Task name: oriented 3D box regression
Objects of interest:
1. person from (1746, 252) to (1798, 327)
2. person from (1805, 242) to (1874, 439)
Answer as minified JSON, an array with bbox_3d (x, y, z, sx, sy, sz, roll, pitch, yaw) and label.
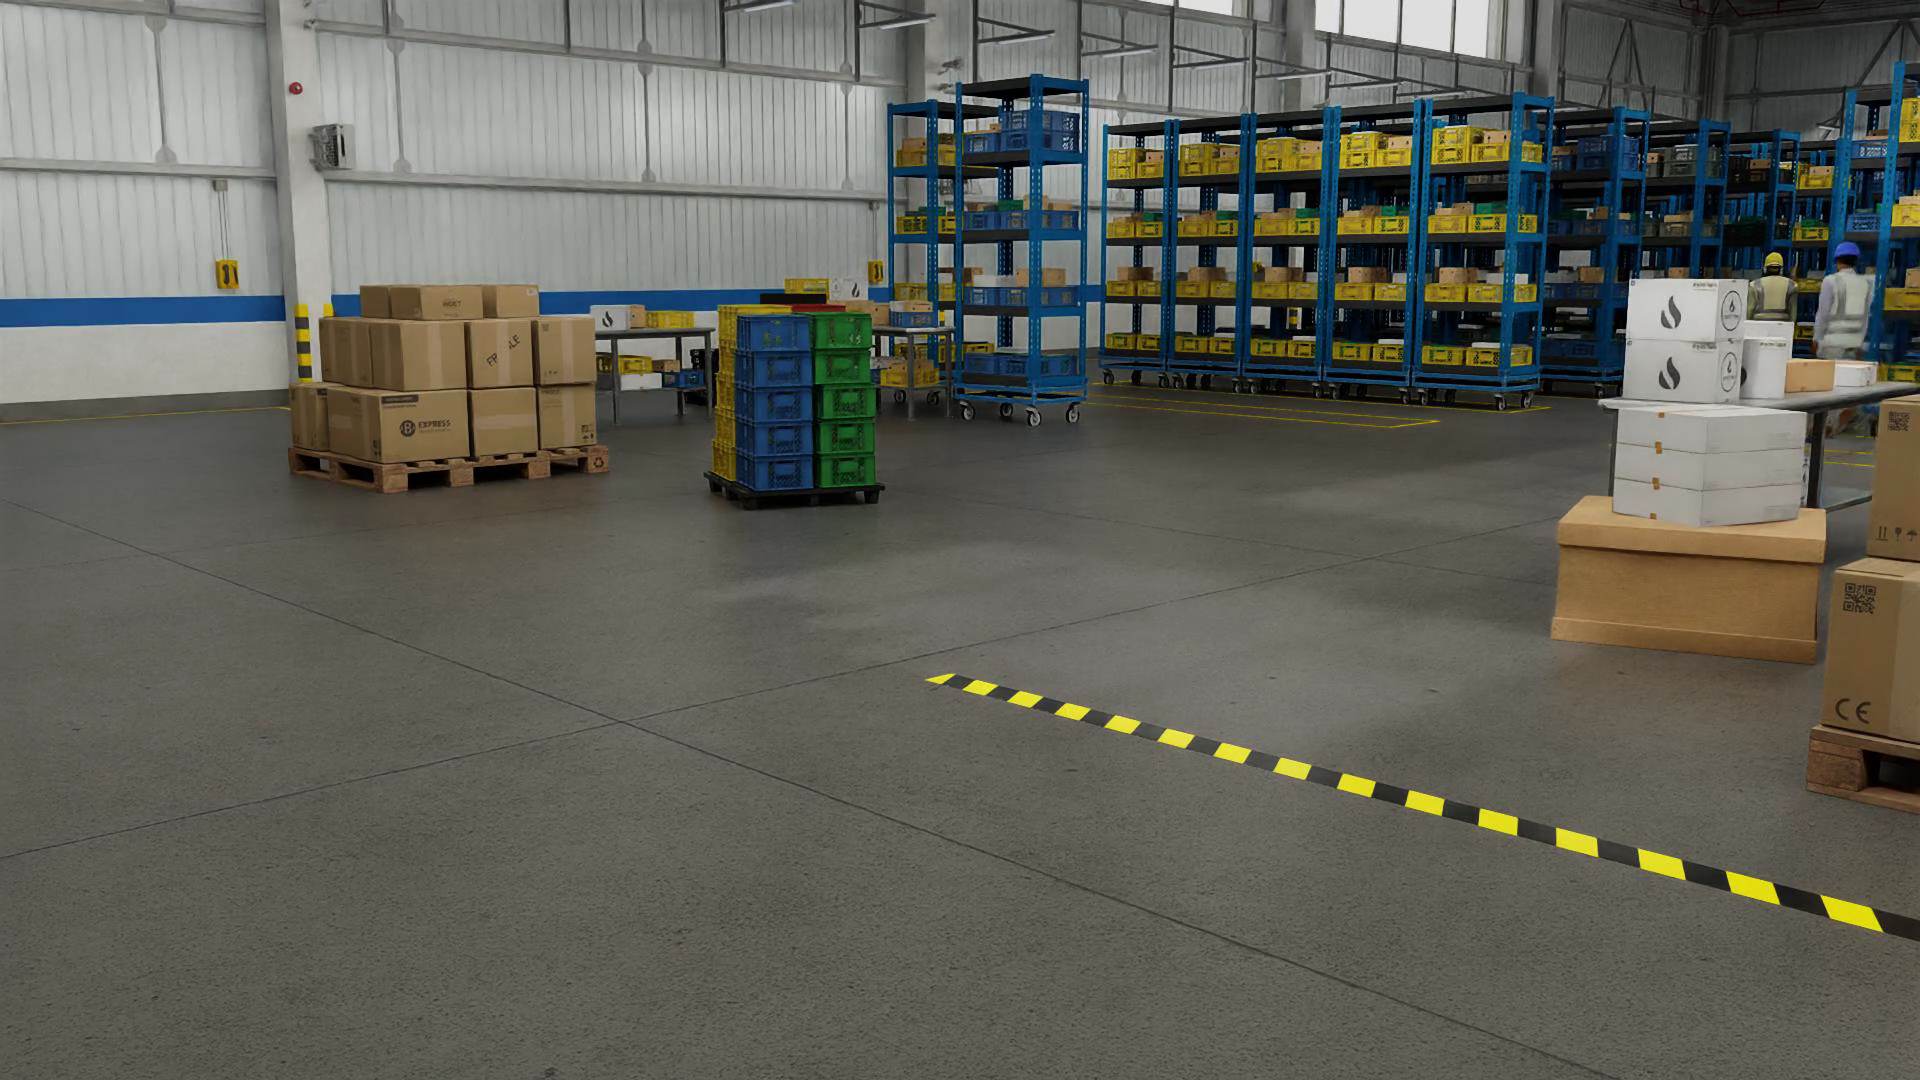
[{"bbox_3d":[9.931,-2.605,20.420,0.600,1.830,0.404,1,10,9],"label":"person"},{"bbox_3d":[8.493,-1.909,16.017,0.656,1.904,0.547,-4,10,-21],"label":"person"}]
